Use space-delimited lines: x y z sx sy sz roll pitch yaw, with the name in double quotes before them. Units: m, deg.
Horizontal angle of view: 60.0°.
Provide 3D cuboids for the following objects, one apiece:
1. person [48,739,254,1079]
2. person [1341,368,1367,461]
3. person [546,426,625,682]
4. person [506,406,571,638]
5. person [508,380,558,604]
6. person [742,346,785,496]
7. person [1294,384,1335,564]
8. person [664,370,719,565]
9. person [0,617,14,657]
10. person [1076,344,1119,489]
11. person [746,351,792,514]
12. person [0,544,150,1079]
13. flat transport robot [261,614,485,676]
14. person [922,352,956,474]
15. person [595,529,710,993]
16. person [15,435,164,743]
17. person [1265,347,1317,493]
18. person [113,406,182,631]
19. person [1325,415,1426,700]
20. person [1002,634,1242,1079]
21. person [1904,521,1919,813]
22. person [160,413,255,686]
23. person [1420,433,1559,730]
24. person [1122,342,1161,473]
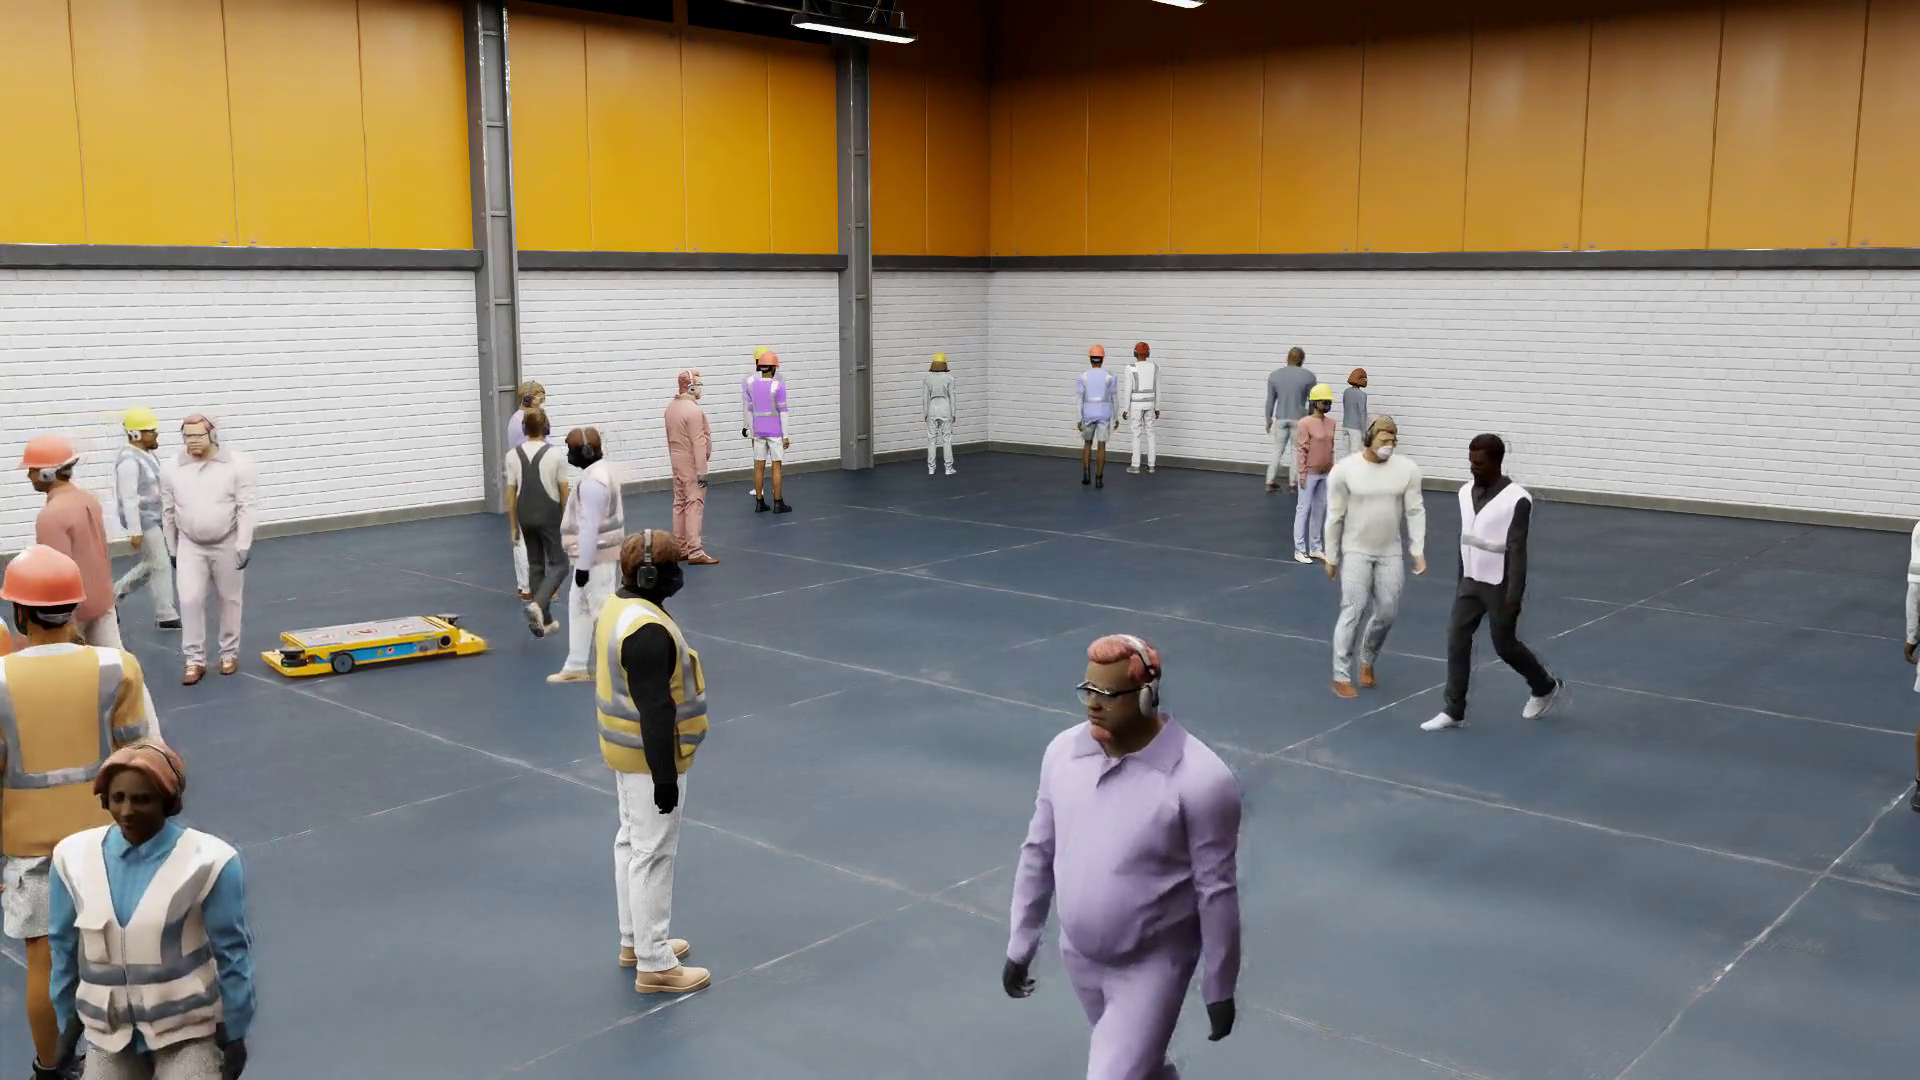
"person" -2.158 1.313 4.519 0.527 1.619 0.509 0 9 0
"person" 5.167 -1.437 21.788 0.279 1.624 0.494 -3 10 -20
"person" -2.456 0.122 11.465 0.826 1.817 0.641 -1 9 -7
"person" -3.254 -0.119 12.869 0.532 1.832 0.626 2 9 11
"person" -3.725 -0.418 14.423 0.371 1.933 0.627 -3 10 -18
"person" -2.526 -1.526 21.390 0.584 1.929 0.371 -4 10 -24
"person" 3.526 -0.656 16.428 0.523 1.772 0.314 -7 11 -36
"person" -2.633 -0.711 16.342 0.409 1.907 0.648 -6 11 -35
"person" -4.268 0.834 7.368 0.542 1.679 0.697 7 11 37
"person" 1.849 -1.661 22.312 0.571 1.909 0.771 1 9 9
"person" -2.269 -1.280 19.821 0.544 1.938 0.355 4 10 24
"person" -3.028 0.977 5.631 0.551 1.941 0.340 -6 11 -33
"flat transport robot" -4.313 0.758 12.237 1.431 0.197 0.652 -7 11 -36
"person" -0.287 -1.804 23.717 0.484 1.745 0.297 2 9 12
"person" -1.221 0.866 6.641 0.429 1.842 0.636 -4 10 -21
"person" -5.097 0.365 9.493 1.042 1.935 0.633 0 9 0
"person" 4.344 -1.558 21.685 0.654 1.905 0.544 5 10 28
"person" -6.504 -0.157 13.165 0.700 1.809 0.602 -2 9 -14
"person" 2.773 0.103 11.214 0.638 1.912 0.638 -1 9 -6
"person" 0.429 1.172 4.689 1.015 1.851 0.669 -8 12 -42
"person" 5.243 0.492 8.687 0.544 1.939 0.372 8 12 40
"person" -5.242 0.061 11.604 0.640 1.877 0.743 -2 9 -14
"person" 3.365 0.258 10.386 0.911 1.878 0.596 -4 10 -24
"person" 2.605 -1.894 23.842 0.584 1.882 0.337 -3 10 -20
